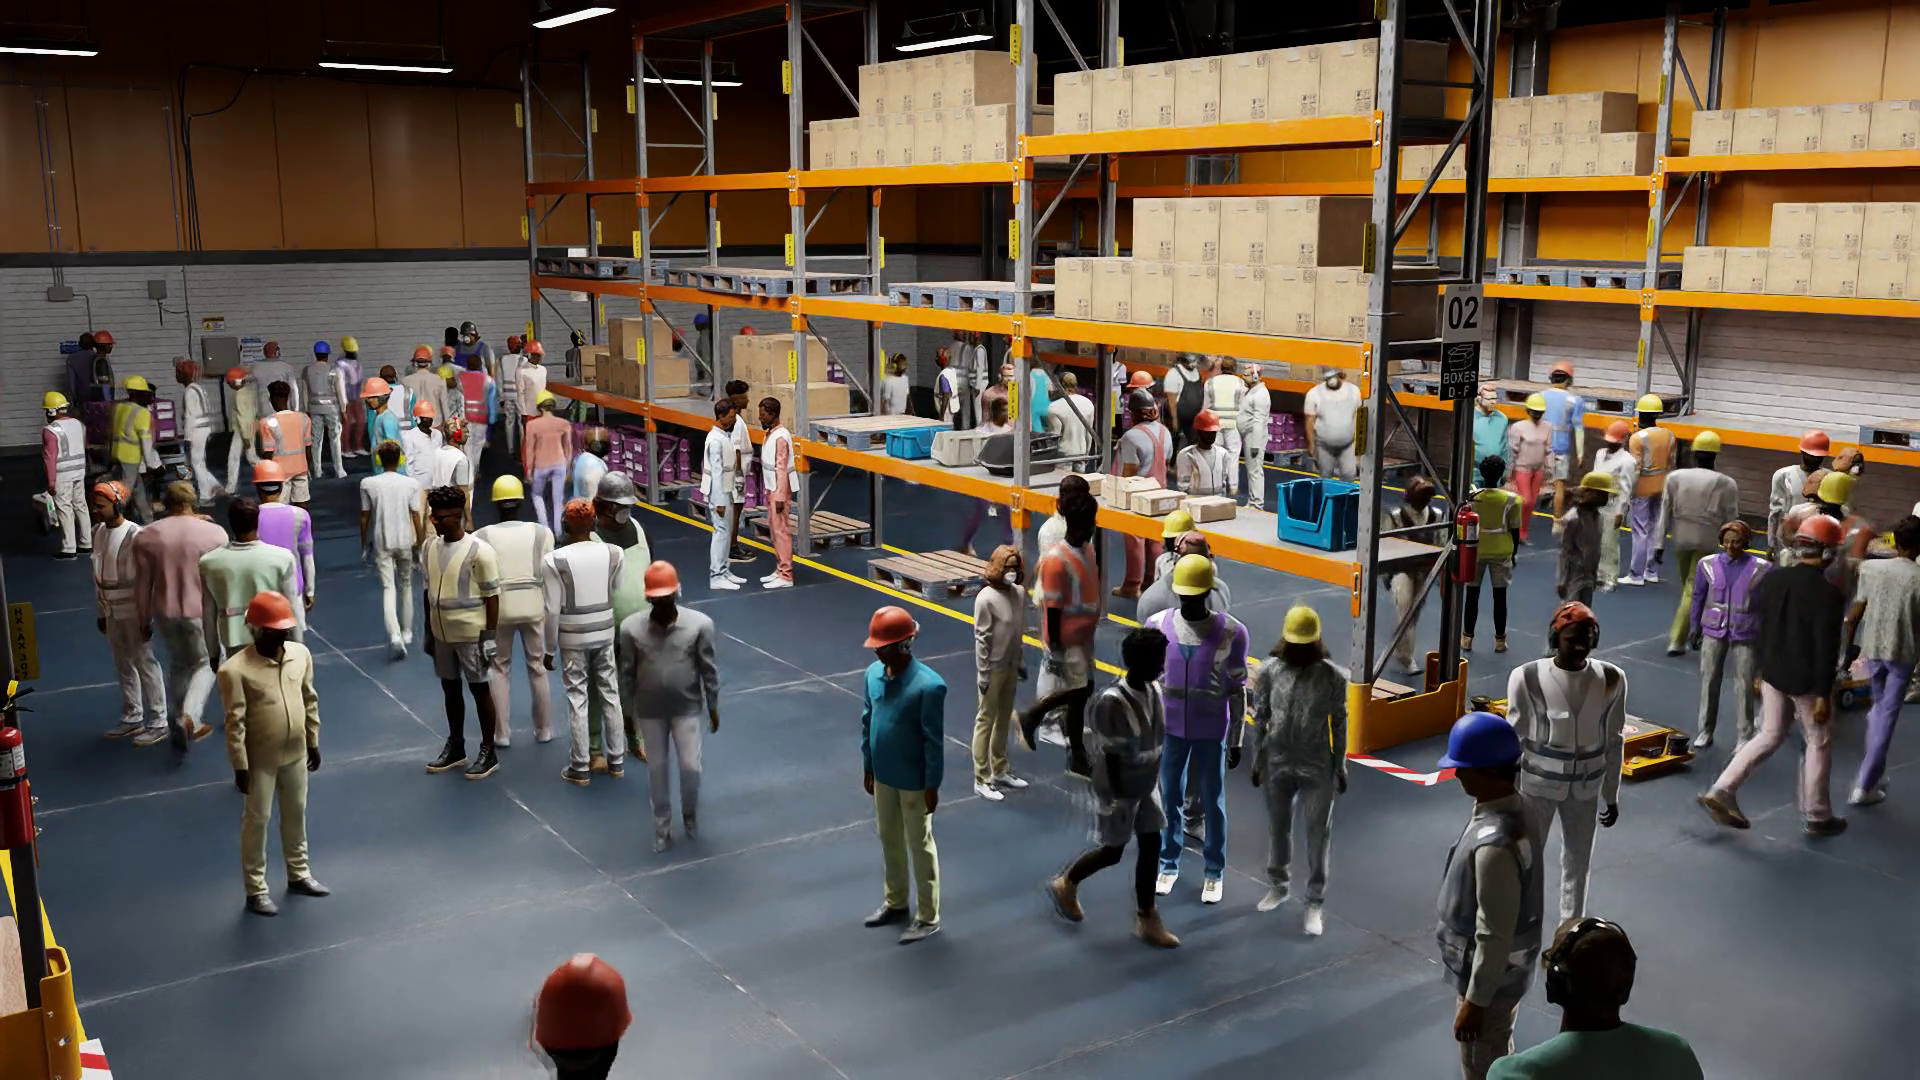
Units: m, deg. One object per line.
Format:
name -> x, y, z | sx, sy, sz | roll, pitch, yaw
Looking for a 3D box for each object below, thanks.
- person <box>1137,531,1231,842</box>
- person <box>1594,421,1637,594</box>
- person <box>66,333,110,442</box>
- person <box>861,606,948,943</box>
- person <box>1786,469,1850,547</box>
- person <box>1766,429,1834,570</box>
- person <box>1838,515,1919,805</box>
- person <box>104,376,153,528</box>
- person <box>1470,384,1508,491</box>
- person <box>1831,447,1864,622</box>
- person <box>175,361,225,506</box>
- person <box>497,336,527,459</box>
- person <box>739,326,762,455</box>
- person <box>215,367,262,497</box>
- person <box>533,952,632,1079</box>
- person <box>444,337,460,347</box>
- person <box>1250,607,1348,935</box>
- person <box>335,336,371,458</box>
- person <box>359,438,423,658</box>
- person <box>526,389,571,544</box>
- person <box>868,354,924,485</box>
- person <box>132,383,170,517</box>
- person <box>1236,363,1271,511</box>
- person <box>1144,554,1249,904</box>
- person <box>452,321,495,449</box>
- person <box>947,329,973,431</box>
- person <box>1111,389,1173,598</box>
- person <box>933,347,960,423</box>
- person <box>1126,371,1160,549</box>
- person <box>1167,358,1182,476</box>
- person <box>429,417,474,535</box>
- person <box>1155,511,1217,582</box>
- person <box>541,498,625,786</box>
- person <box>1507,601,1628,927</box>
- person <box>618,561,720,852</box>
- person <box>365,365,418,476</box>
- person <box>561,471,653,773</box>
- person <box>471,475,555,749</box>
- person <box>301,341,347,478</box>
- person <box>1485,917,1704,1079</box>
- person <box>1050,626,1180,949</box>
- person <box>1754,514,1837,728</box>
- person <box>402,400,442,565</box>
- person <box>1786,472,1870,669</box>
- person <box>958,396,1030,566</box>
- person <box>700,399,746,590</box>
person -> 1.336, 0.886, 9.664 | 0.655, 1.906, 0.407 | -7, 13, -31
person -> 6.371, -0.337, 16.432 | 0.319, 1.723, 0.697 | -2, 11, -11
person -> -13.171, -2.178, 25.258 | 0.636, 1.939, 0.365 | -2, 11, -10
person -> -0.317, 1.187, 8.553 | 0.574, 1.740, 0.349 | 11, 15, 44
person -> 7.033, 0.231, 13.714 | 0.501, 1.633, 0.279 | 0, 11, -2
person -> 7.132, 0.017, 14.075 | 0.549, 1.926, 0.388 | 3, 11, 15
person -> 5.925, 0.750, 10.520 | 0.706, 1.834, 0.590 | -9, 14, -37
person -> -9.581, -0.944, 19.180 | 0.607, 1.863, 0.845 | 7, 13, 32
person -> 5.644, -0.736, 17.996 | 0.649, 1.899, 0.398 | -3, 11, -15
person -> 7.959, -0.031, 15.058 | 0.500, 1.632, 0.286 | -10, 15, -42
person -> -9.757, -1.343, 21.183 | 0.423, 1.871, 0.583 | -4, 12, -22
person -> -6.764, -2.173, 25.432 | 0.614, 1.876, 0.463 | 3, 11, 15
person -> -3.286, -2.324, 25.877 | 0.396, 1.991, 0.650 | 5, 12, 26
person -> -9.487, -1.421, 22.002 | 0.770, 1.731, 0.568 | -2, 11, -10
person -> -0.934, 1.992, 4.044 | 0.552, 1.907, 0.887 | 0, 11, 1
person -> -8.336, -2.517, 27.438 | 0.310, 1.768, 0.533 | 1, 11, 5
person -> 1.746, 1.184, 8.659 | 0.502, 1.708, 0.650 | 4, 12, 18
person -> -9.303, -2.170, 25.368 | 0.602, 1.875, 0.604 | 5, 12, 23
person -> -4.812, 0.066, 14.099 | 0.512, 1.834, 0.905 | -5, 12, -22
person -> -4.641, -0.820, 18.799 | 0.541, 1.751, 0.403 | -6, 13, -28
person -> -0.913, -1.683, 23.059 | 0.965, 1.825, 0.521 | 5, 12, 25
person -> -9.958, -1.101, 20.416 | 0.588, 1.664, 0.544 | -2, 11, -11
person -> 3.597, -1.225, 20.493 | 0.400, 1.901, 0.647 | 1, 11, 3
person -> 1.255, 1.011, 8.997 | 0.586, 1.920, 0.398 | 5, 12, 23
person -> -7.757, -2.453, 26.407 | 0.688, 2.000, 0.536 | 1, 11, 6
person -> -0.007, -2.649, 27.928 | 0.386, 1.868, 0.652 | -9, 14, -40
person -> 1.725, -0.466, 16.235 | 0.539, 2.000, 0.689 | 10, 15, 41
person -> -0.198, -1.804, 23.585 | 0.390, 1.846, 0.565 | 1, 11, 6
person -> 2.040, -0.896, 18.590 | 0.408, 1.987, 0.613 | 3, 11, 14
person -> 3.103, -1.767, 23.782 | 0.321, 1.695, 0.529 | 0, 11, 0
person -> -4.742, -0.234, 15.590 | 0.389, 1.837, 0.560 | -10, 15, -40
person -> 1.503, 0.651, 11.323 | 0.491, 1.730, 0.323 | 9, 14, 39
person -> -2.441, 0.662, 10.865 | 0.583, 1.882, 0.337 | -8, 14, -35
person -> 2.924, 1.212, 8.090 | 0.571, 1.876, 0.346 | 0, 11, 0
person -> -1.695, 0.967, 9.675 | 0.589, 1.736, 0.369 | -1, 11, -3
person -> -7.145, -1.286, 20.959 | 0.624, 1.840, 0.429 | -5, 12, -25
person -> -2.294, 0.530, 11.138 | 0.680, 2.000, 0.535 | -10, 15, -42
person -> -3.112, 0.501, 11.623 | 0.593, 1.920, 0.396 | -4, 12, -20
person -> -8.984, -1.841, 23.538 | 0.611, 1.939, 0.415 | 0, 11, 1
person -> 1.599, 1.906, 4.362 | 0.630, 1.940, 0.372 | -4, 12, -20
person -> 0.801, 1.233, 8.490 | 0.660, 1.667, 0.535 | 9, 15, 40
person -> 6.026, 0.608, 11.874 | 0.589, 1.602, 0.530 | -2, 11, -10
person -> -5.695, -0.625, 17.784 | 0.338, 1.752, 0.564 | 5, 12, 25
person -> 6.316, 0.399, 12.251 | 0.842, 1.872, 0.632 | -9, 14, -40
person -> 0.345, -0.646, 17.808 | 0.512, 1.811, 0.965 | -9, 14, -38
person -> -2.374, -0.455, 16.528 | 0.399, 1.906, 0.603 | 0, 11, 1
